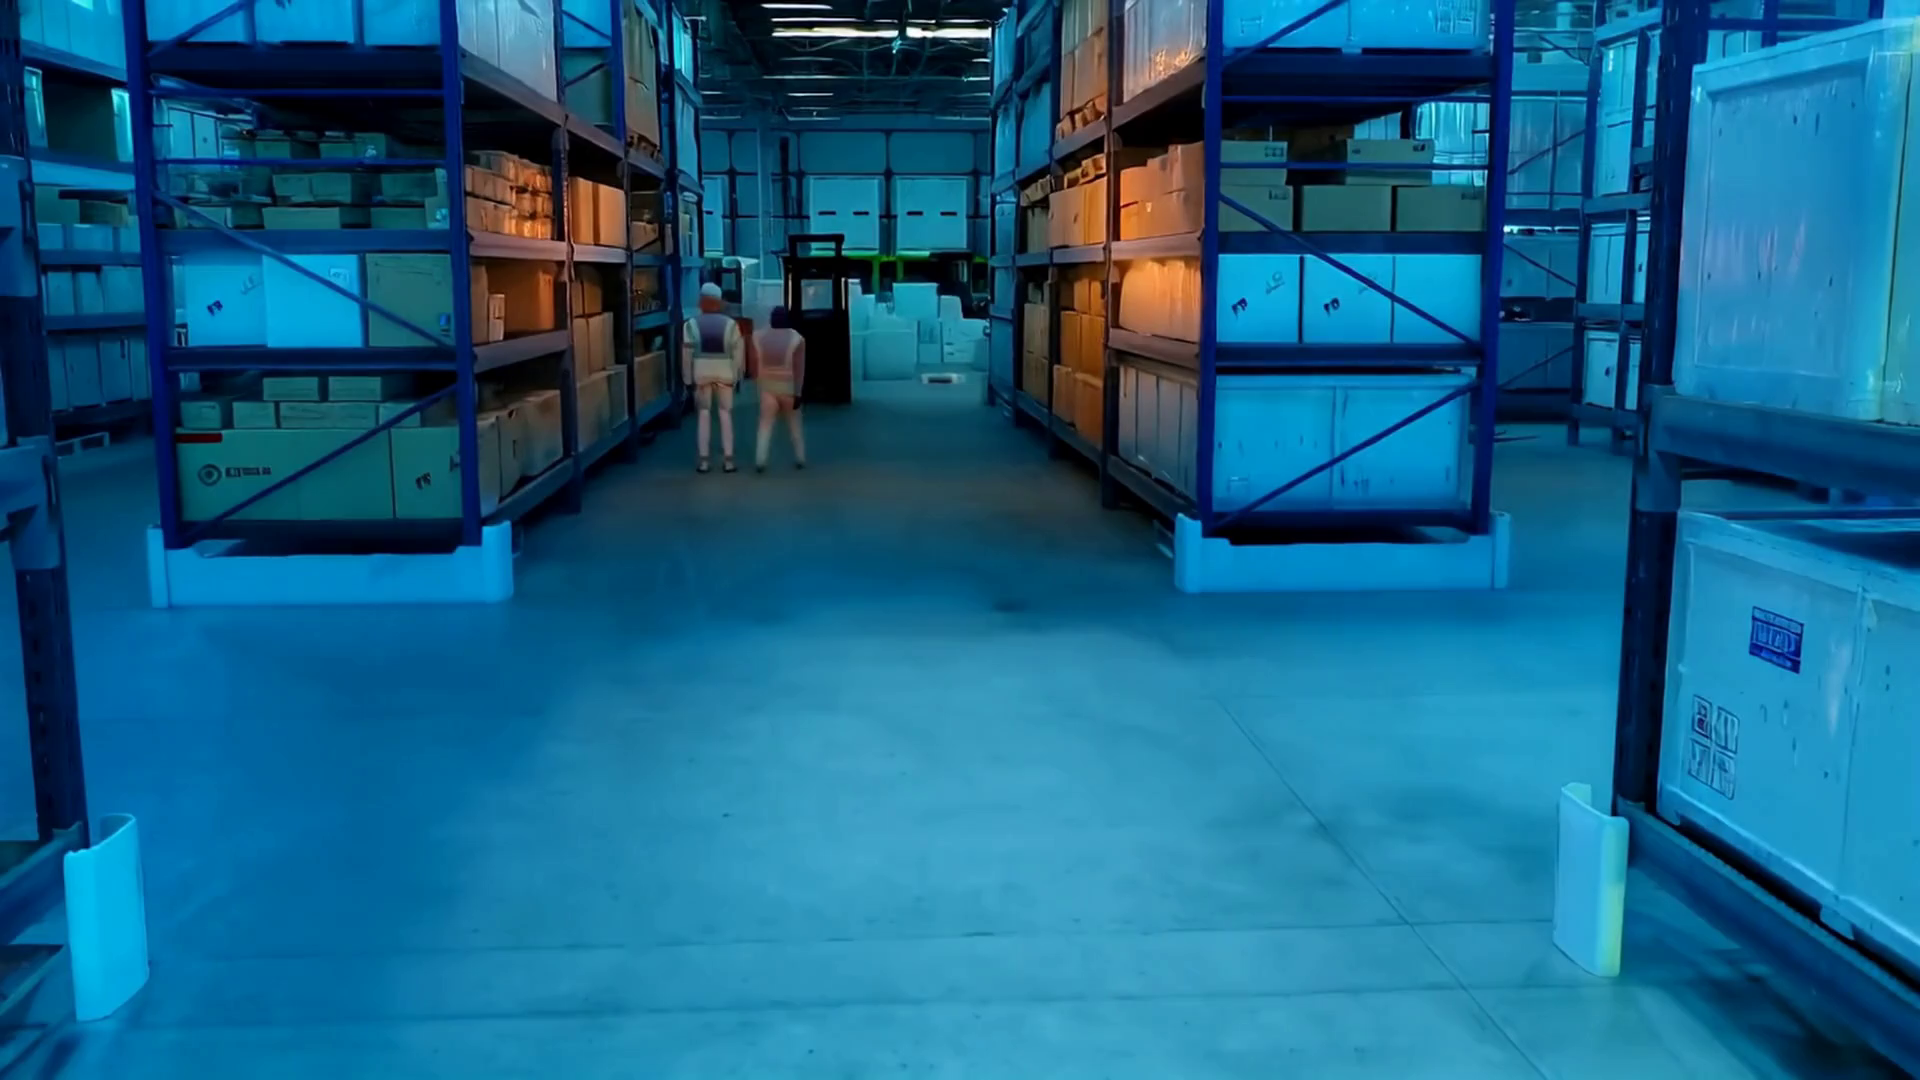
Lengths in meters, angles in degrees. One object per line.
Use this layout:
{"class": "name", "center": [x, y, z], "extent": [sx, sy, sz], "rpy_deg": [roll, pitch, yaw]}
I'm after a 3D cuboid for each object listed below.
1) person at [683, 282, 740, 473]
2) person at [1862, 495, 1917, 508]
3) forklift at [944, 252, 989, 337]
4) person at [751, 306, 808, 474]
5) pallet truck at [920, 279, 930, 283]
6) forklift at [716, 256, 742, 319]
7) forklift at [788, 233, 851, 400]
{"class": "person", "center": [-2.663, -1.736, 17.849], "extent": [0.605, 2.045, 0.377], "rpy_deg": [-2, 9, -14]}
{"class": "person", "center": [3.454, 0.345, 6.156], "extent": [0.703, 1.603, 0.521], "rpy_deg": [4, 10, 24]}
{"class": "forklift", "center": [-0.009, -7.506, 51.459], "extent": [1.129, 2.768, 1.873], "rpy_deg": [-5, 10, -30]}
{"class": "person", "center": [-1.936, -1.607, 17.820], "extent": [0.624, 1.805, 0.838], "rpy_deg": [2, 9, 10]}
{"class": "pallet truck", "center": [-0.932, -8.922, 63.114], "extent": [1.885, 1.965, 0.823], "rpy_deg": [2, 9, 13]}
{"class": "forklift", "center": [-8.543, -9.115, 61.562], "extent": [1.129, 2.768, 1.873], "rpy_deg": [-1, 9, -4]}
{"class": "forklift", "center": [-2.438, -3.832, 28.391], "extent": [1.129, 2.768, 1.873], "rpy_deg": [-1, 9, -4]}
